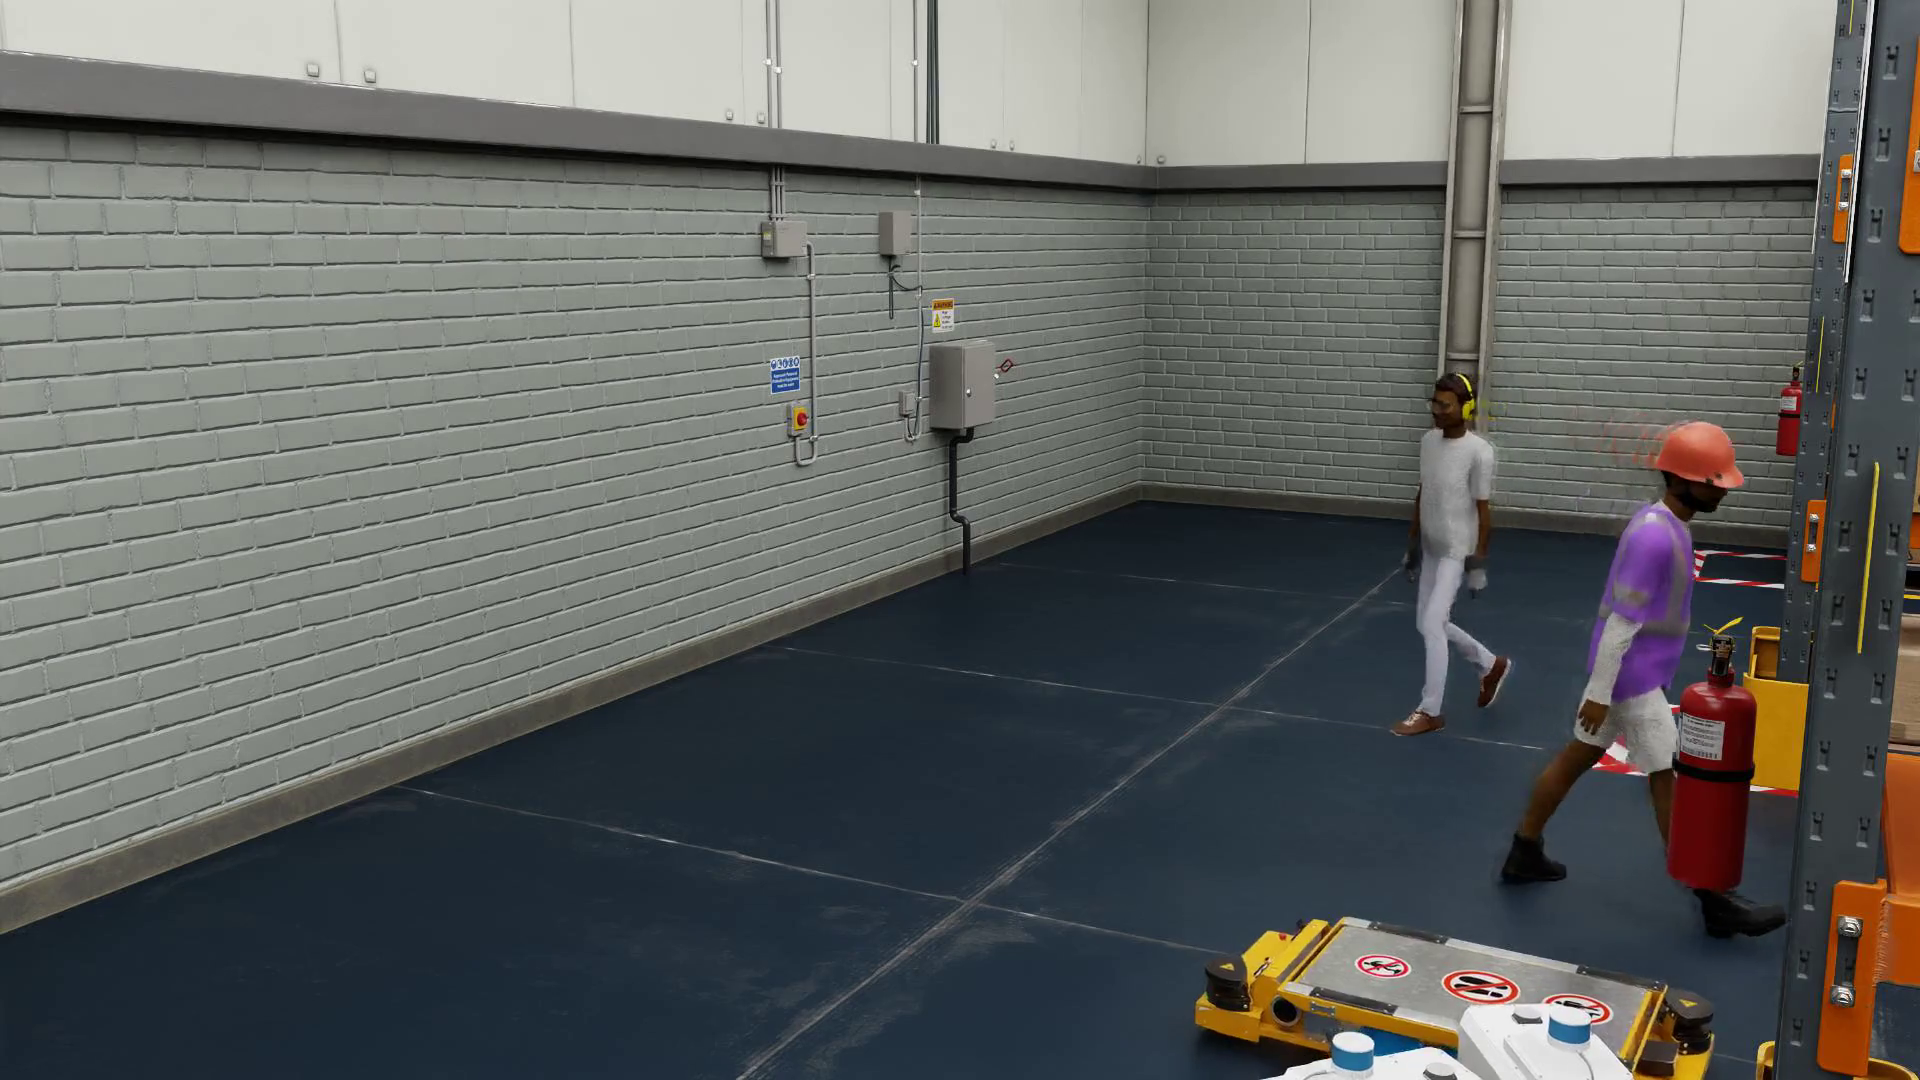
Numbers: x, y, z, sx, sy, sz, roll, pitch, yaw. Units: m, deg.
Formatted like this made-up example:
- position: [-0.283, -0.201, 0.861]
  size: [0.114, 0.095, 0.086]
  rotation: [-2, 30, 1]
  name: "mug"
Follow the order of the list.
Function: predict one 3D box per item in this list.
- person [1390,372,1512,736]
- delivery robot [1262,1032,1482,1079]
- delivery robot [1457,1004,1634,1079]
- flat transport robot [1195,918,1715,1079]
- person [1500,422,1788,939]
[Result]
- position: [2.524, 0.062, 8.455]
  size: [0.721, 1.845, 0.527]
  rotation: [-4, 11, -19]
  name: "person"
- position: [0.958, 1.457, 4.096]
  size: [0.707, 0.478, 0.477]
  rotation: [-4, 11, -20]
  name: "delivery robot"
- position: [1.538, 1.433, 4.230]
  size: [0.477, 0.478, 0.707]
  rotation: [-1, 10, -3]
  name: "delivery robot"
- position: [1.519, 1.455, 5.141]
  size: [1.431, 0.197, 0.652]
  rotation: [6, 12, 30]
  name: "flat transport robot"
- position: [2.526, 0.484, 6.119]
  size: [1.042, 1.861, 0.613]
  rotation: [5, 11, 24]
  name: "person"
